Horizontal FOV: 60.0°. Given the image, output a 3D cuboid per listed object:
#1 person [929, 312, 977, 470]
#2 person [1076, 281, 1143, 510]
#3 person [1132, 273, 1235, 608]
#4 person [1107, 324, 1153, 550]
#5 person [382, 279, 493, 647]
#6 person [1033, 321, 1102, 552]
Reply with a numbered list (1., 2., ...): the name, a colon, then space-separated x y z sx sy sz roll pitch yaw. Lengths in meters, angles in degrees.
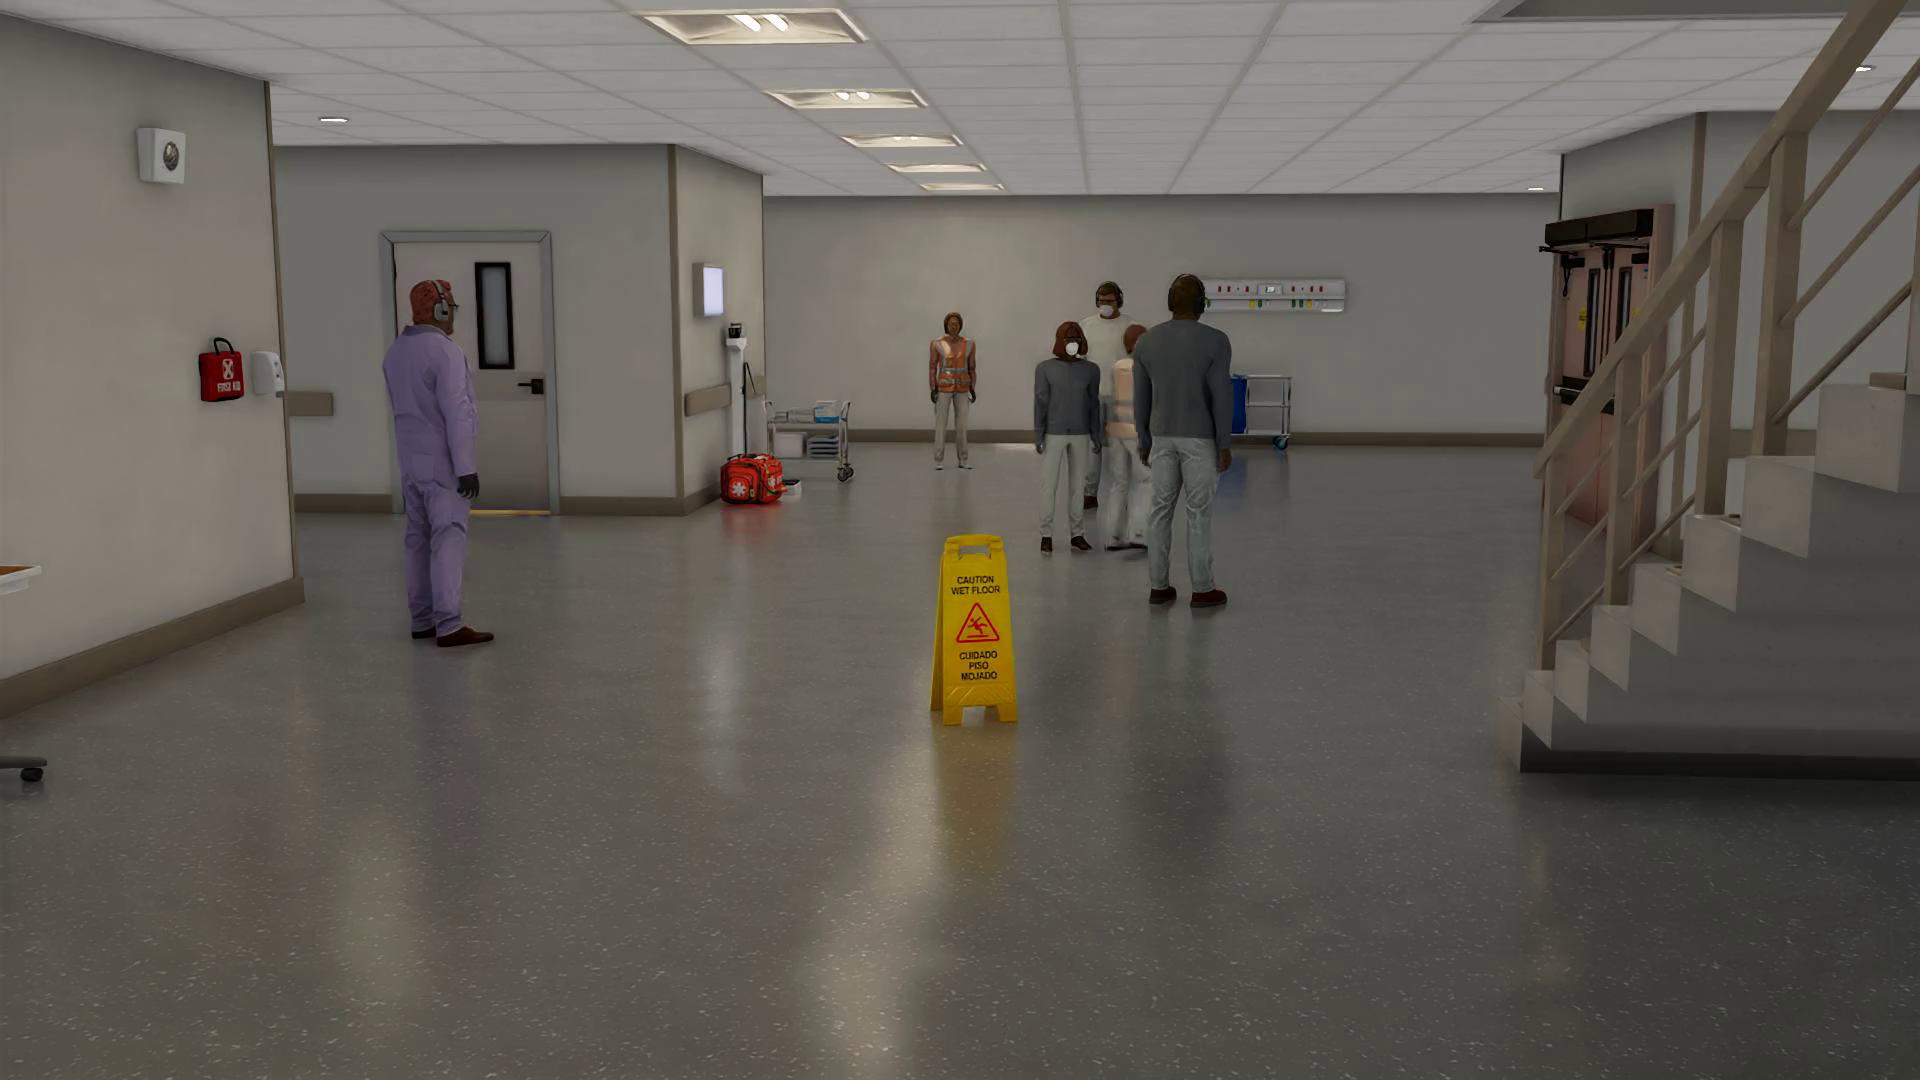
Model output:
1. person: -0.076 -1.549 17.354 0.514 1.641 0.309 -2 9 -15
2. person: 1.249 -1.210 14.050 0.629 1.936 0.373 3 9 22
3. person: 1.304 -0.572 9.700 0.627 1.940 0.372 5 10 32
4. person: 1.209 -0.726 11.837 0.454 1.606 0.533 -7 11 -38
5. person: -2.715 -0.399 8.678 0.646 1.901 0.401 8 12 43
6. person: 0.762 -0.730 11.804 0.497 1.634 0.278 -2 9 -14
